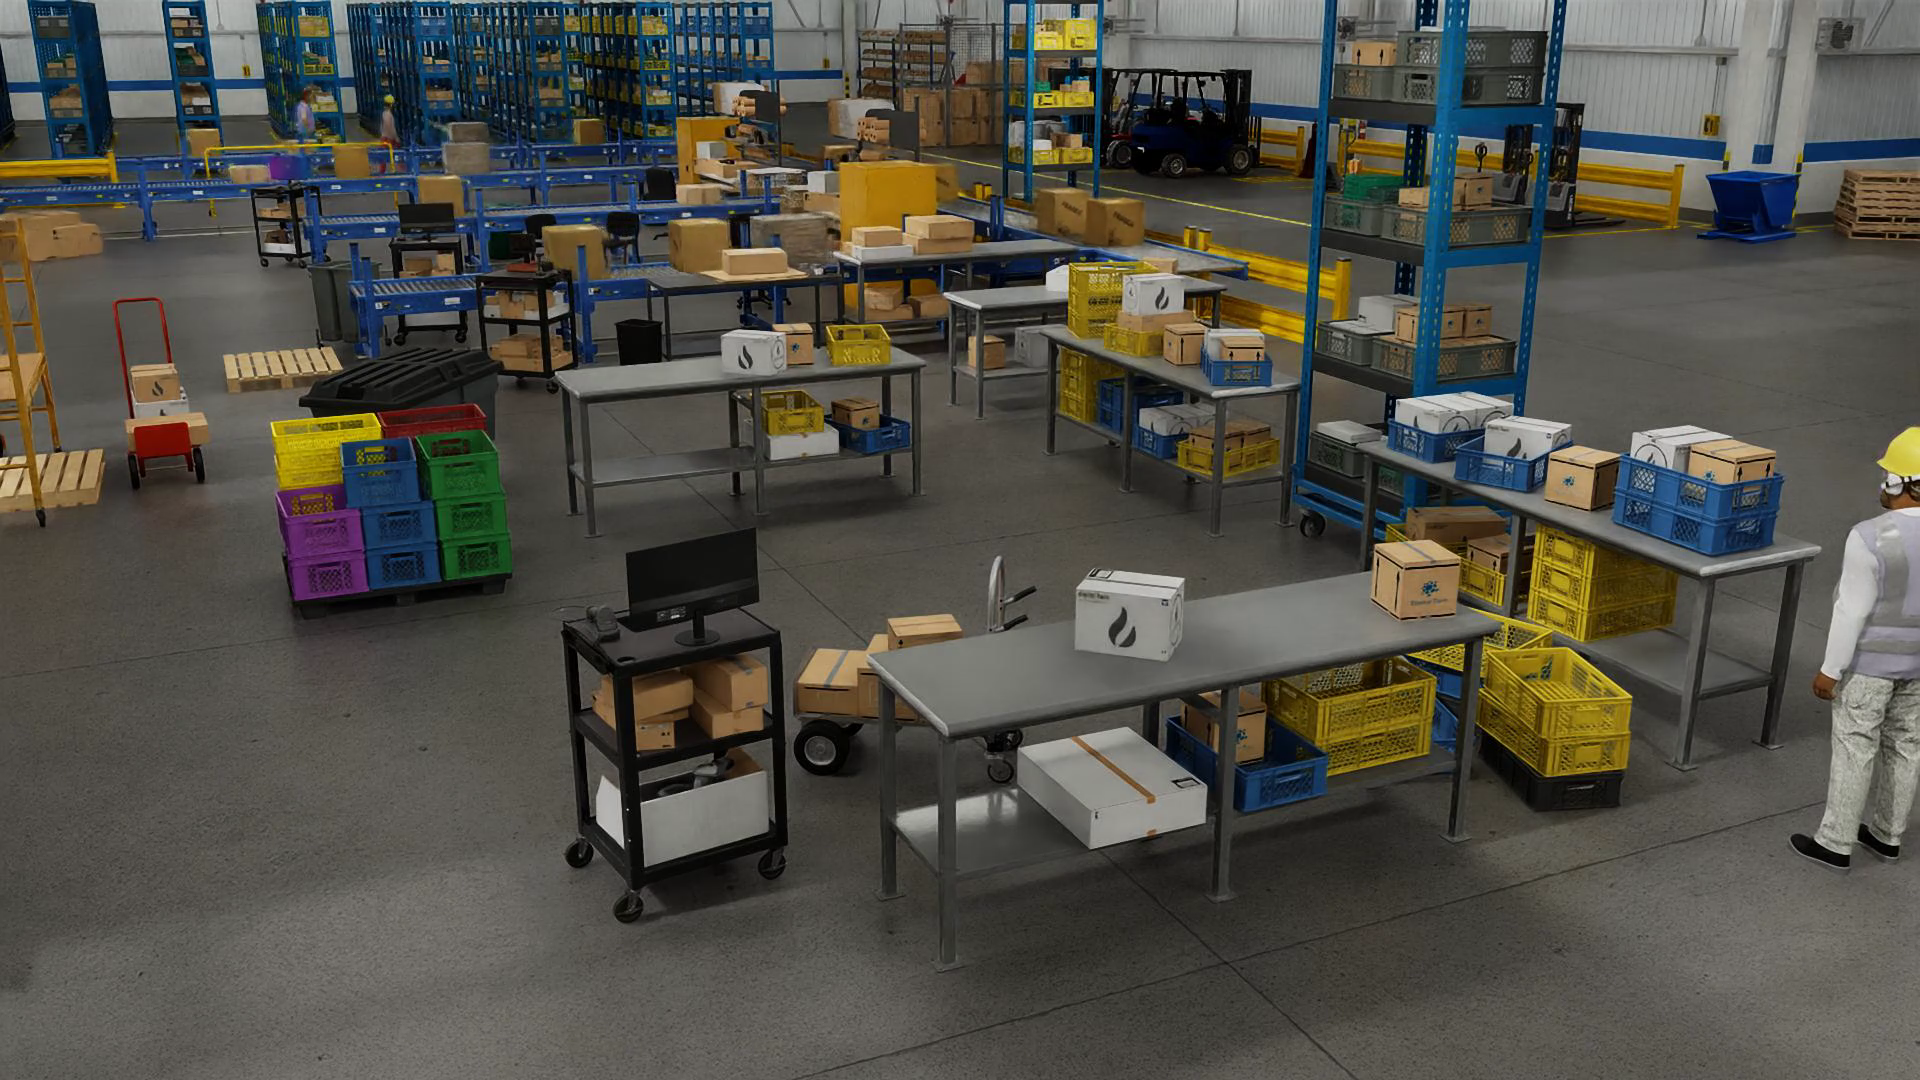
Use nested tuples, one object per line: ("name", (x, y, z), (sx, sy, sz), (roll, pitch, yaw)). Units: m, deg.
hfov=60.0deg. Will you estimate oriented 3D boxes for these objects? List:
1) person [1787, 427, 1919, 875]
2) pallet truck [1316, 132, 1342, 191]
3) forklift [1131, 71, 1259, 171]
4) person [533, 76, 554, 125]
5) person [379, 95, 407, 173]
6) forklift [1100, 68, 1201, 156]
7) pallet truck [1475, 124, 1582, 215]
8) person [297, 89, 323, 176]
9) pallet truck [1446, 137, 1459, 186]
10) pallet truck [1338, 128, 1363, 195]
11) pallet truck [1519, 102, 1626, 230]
("person", (3.670, 0.452, 6.614), (0.593, 1.833, 0.404), (-5, 18, -15))
("pallet truck", (7.723, -7.504, 32.656), (1.601, 1.201, 0.680), (-8, 19, -23))
("forklift", (4.998, -8.936, 35.413), (2.680, 1.987, 1.157), (-9, 20, -25))
("person", (-11.384, -11.904, 45.315), (0.783, 1.973, 0.621), (-7, 19, -22))
("person", (-11.619, -8.255, 34.203), (0.864, 1.725, 0.545), (-5, 18, -15))
("forklift", (4.082, -9.564, 37.410), (2.680, 1.987, 1.157), (-8, 19, -23))
("pallet truck", (9.707, -6.455, 28.103), (1.885, 1.965, 0.823), (-7, 19, -20))
("person", (-13.622, -8.496, 34.806), (0.463, 1.827, 0.599), (-4, 18, -14))
("pallet truck", (9.184, -6.485, 29.328), (1.630, 1.274, 0.653), (-8, 19, -23))
("pallet truck", (7.845, -7.140, 31.411), (1.522, 1.261, 0.704), (-9, 20, -25))
("pallet truck", (9.972, -6.037, 26.785), (1.885, 1.965, 0.823), (-9, 20, -25))
